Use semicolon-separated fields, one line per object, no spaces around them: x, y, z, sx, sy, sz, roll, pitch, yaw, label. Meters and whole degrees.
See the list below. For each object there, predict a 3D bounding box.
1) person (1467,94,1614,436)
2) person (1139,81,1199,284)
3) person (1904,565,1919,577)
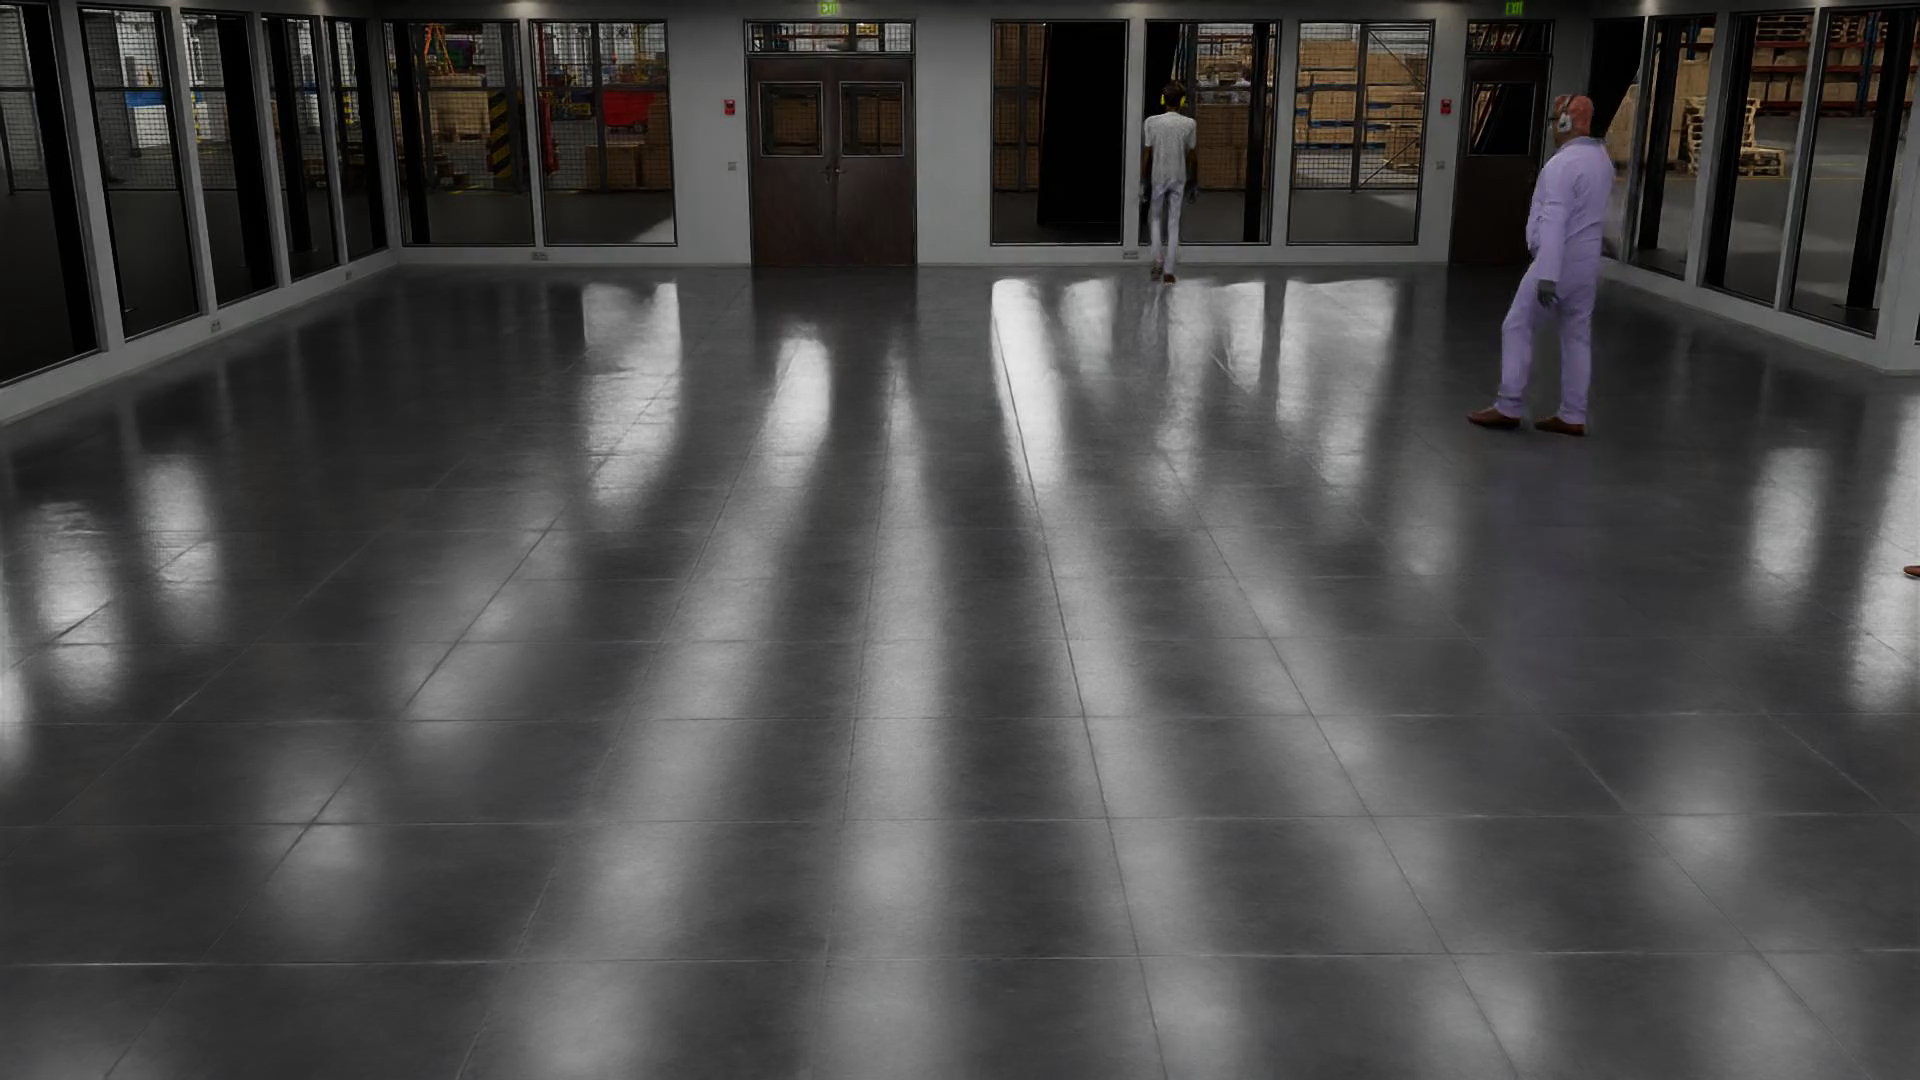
3.286;-1.541;9.384;0.685;1.881;0.762;-16;23;-43;person
1.972;-3.358;15.645;0.547;1.841;0.779;3;17;9;person
4.024;-0.572;6.529;0.266;1.631;0.507;4;17;13;person
